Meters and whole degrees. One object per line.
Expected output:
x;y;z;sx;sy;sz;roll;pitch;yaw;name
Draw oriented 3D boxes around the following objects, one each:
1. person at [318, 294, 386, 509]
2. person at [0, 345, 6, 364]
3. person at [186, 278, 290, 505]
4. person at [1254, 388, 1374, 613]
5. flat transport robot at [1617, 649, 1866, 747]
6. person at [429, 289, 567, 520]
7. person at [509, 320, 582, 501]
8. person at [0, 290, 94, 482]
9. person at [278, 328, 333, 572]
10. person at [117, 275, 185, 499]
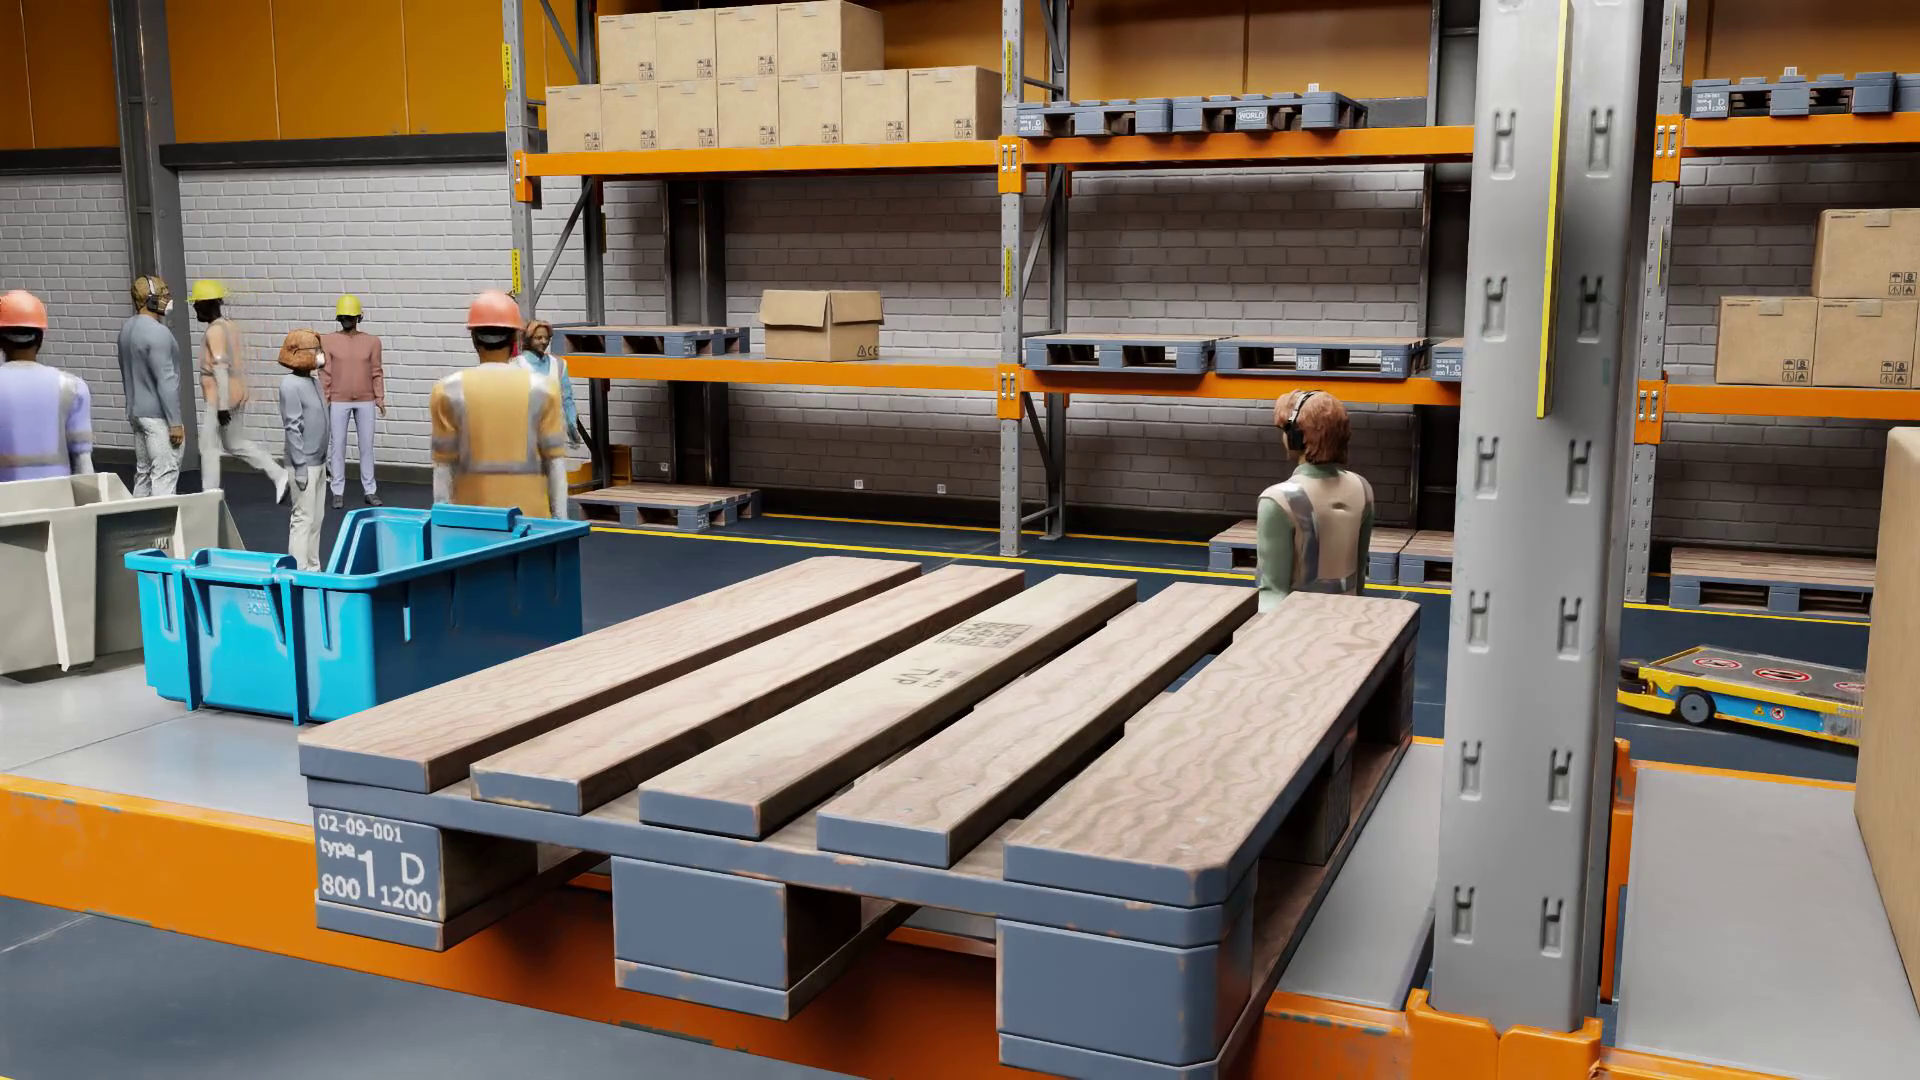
-5.014;-1.139;13.737;0.523;1.762;0.328;-6;11;-31;person
-9.496;-1.651;16.270;0.546;1.939;0.375;1;10;5;person
-5.929;-1.171;13.525;0.812;1.904;0.596;-2;10;-15;person
1.079;0.352;5.161;0.522;1.639;0.306;-8;13;-41;person
3.653;0.691;7.224;0.652;0.197;1.431;-9;13;-42;flat transport robot
-1.946;-0.098;7.050;0.545;1.919;0.548;-3;10;-17;person
-2.924;-0.732;11.711;0.641;1.614;0.527;8;12;39;person
-4.171;-0.165;7.476;0.544;1.909;0.910;-8;12;-39;person
-3.863;-0.435;9.889;0.284;1.636;0.500;-1;10;-4;person
-5.427;-0.813;11.247;0.628;1.940;0.373;8;12;40;person
